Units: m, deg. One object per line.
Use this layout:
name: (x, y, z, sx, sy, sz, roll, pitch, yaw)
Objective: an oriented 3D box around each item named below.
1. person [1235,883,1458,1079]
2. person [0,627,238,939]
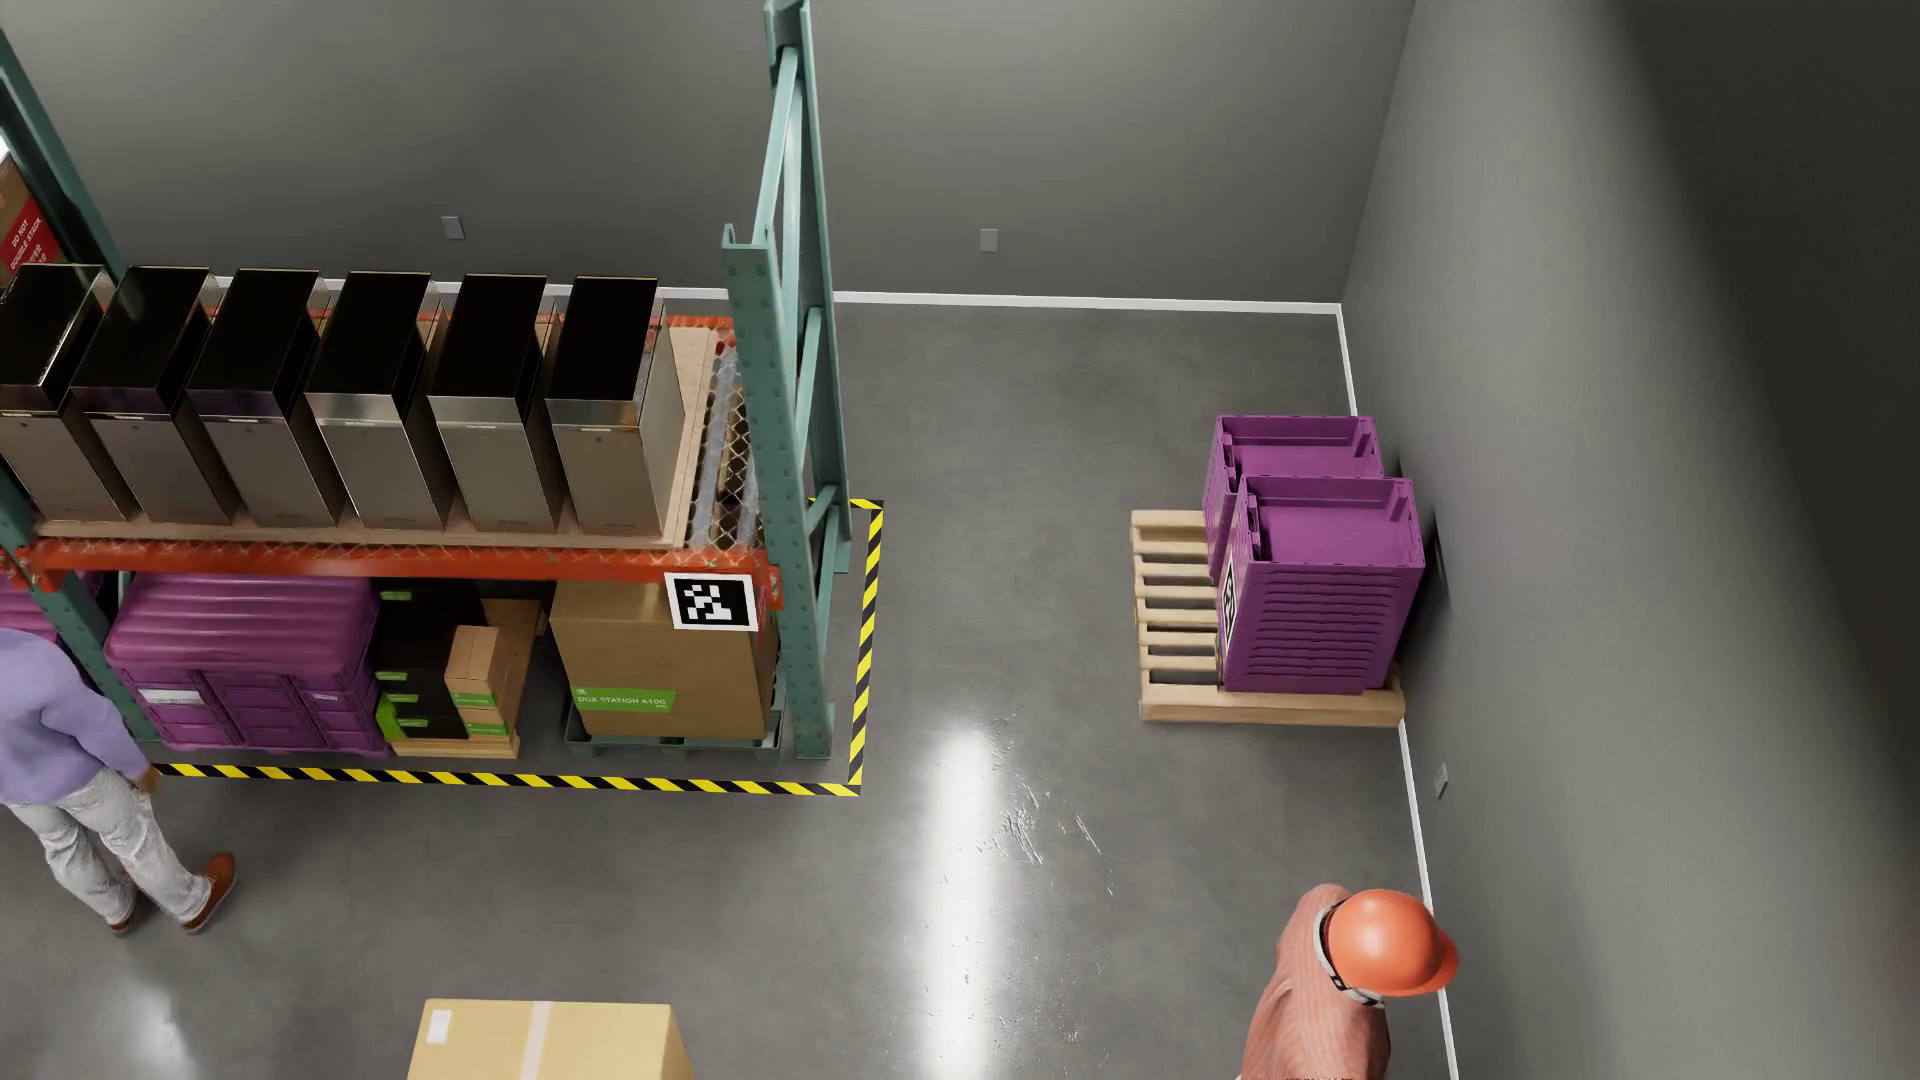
person: (0.956, 1.455, 4.516, 0.395, 1.994, 0.612, 3, 52, 2)
person: (-2.820, 0.687, 5.163, 0.641, 1.933, 0.373, 3, 52, 2)
